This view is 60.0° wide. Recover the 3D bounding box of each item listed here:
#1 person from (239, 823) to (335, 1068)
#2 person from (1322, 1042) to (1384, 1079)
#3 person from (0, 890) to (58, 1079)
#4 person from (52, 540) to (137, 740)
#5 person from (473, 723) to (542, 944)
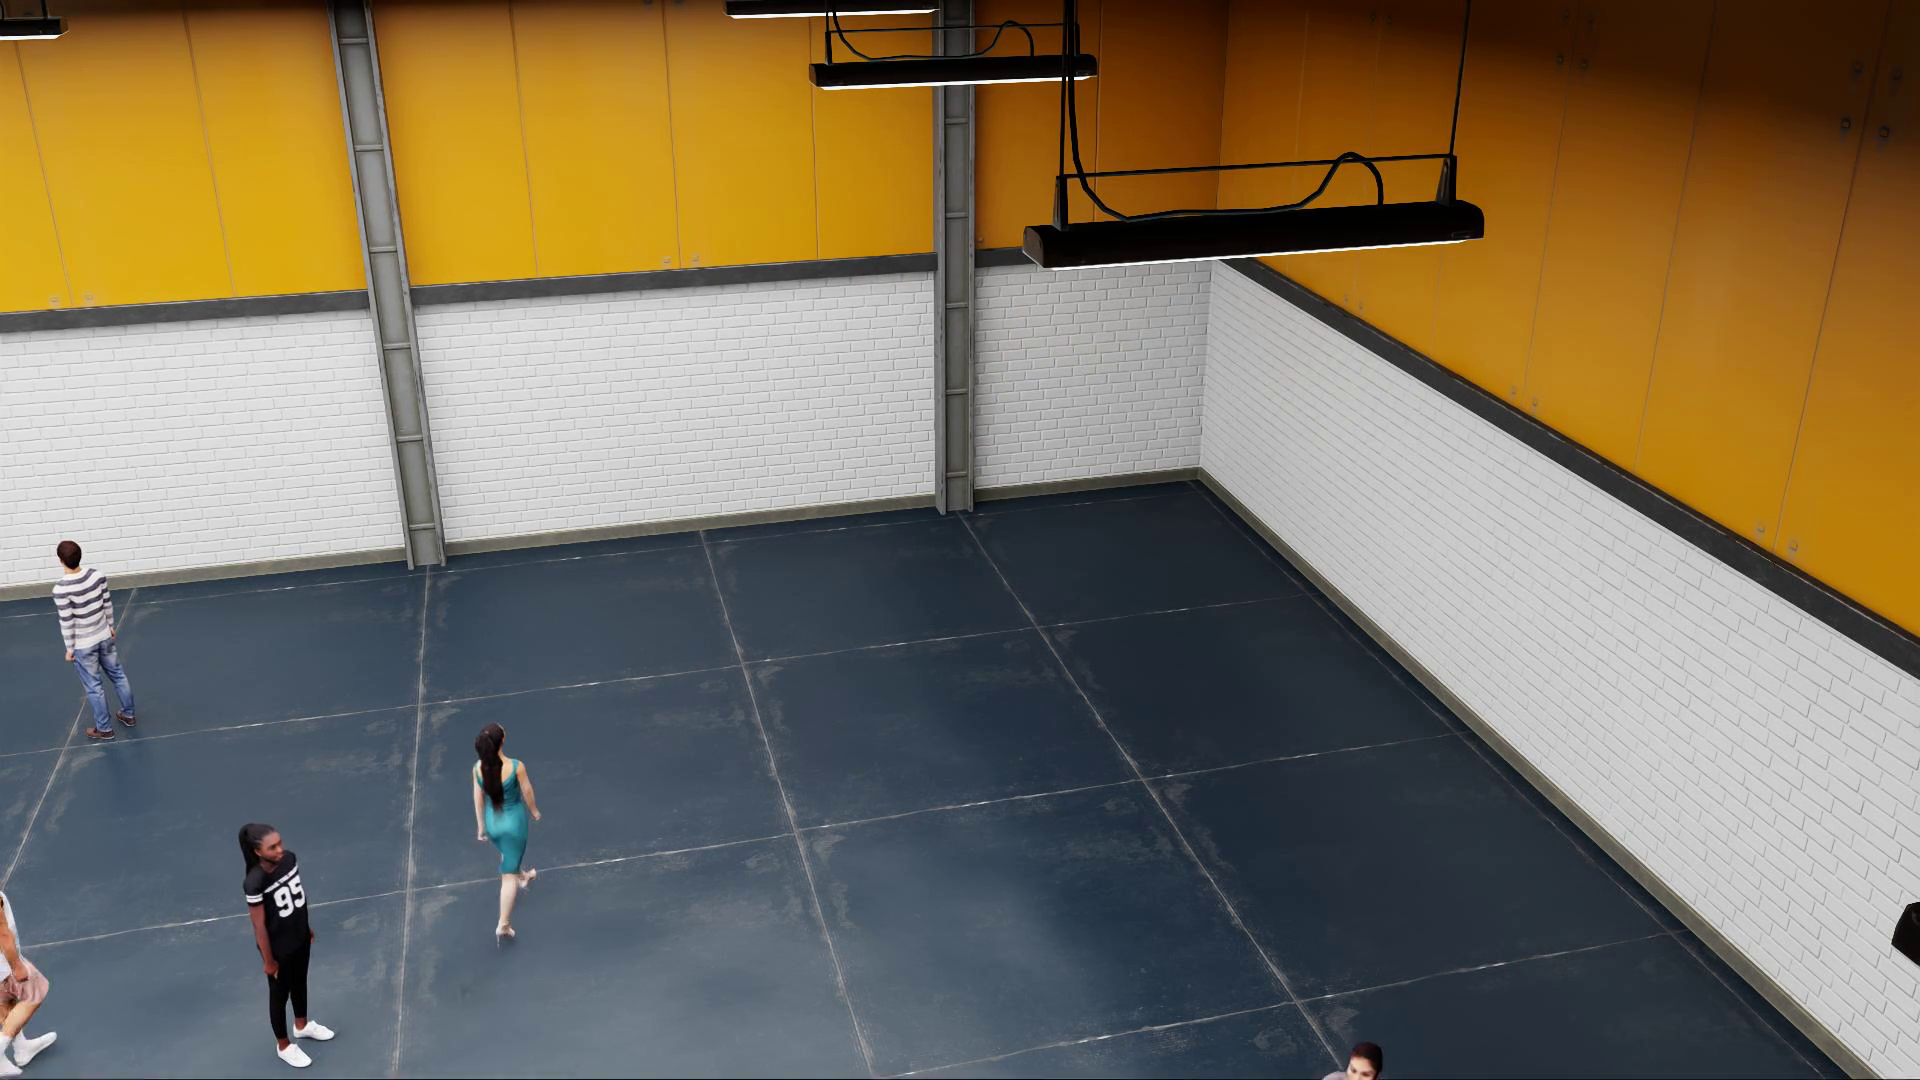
[{"bbox_3d":[-4.381,2.589,10.784,0.714,1.728,0.698,6,24,14],"label":"person"},{"bbox_3d":[2.172,3.377,9.103,1.057,1.631,1.123,14,27,29],"label":"person"},{"bbox_3d":[-6.190,2.669,10.541,0.893,1.775,0.952,13,27,27],"label":"person"},{"bbox_3d":[-7.615,0.860,14.582,0.769,1.854,0.715,12,27,26],"label":"person"},{"bbox_3d":[-3.286,2.129,11.948,1.046,1.638,0.864,3,24,7],"label":"person"}]
